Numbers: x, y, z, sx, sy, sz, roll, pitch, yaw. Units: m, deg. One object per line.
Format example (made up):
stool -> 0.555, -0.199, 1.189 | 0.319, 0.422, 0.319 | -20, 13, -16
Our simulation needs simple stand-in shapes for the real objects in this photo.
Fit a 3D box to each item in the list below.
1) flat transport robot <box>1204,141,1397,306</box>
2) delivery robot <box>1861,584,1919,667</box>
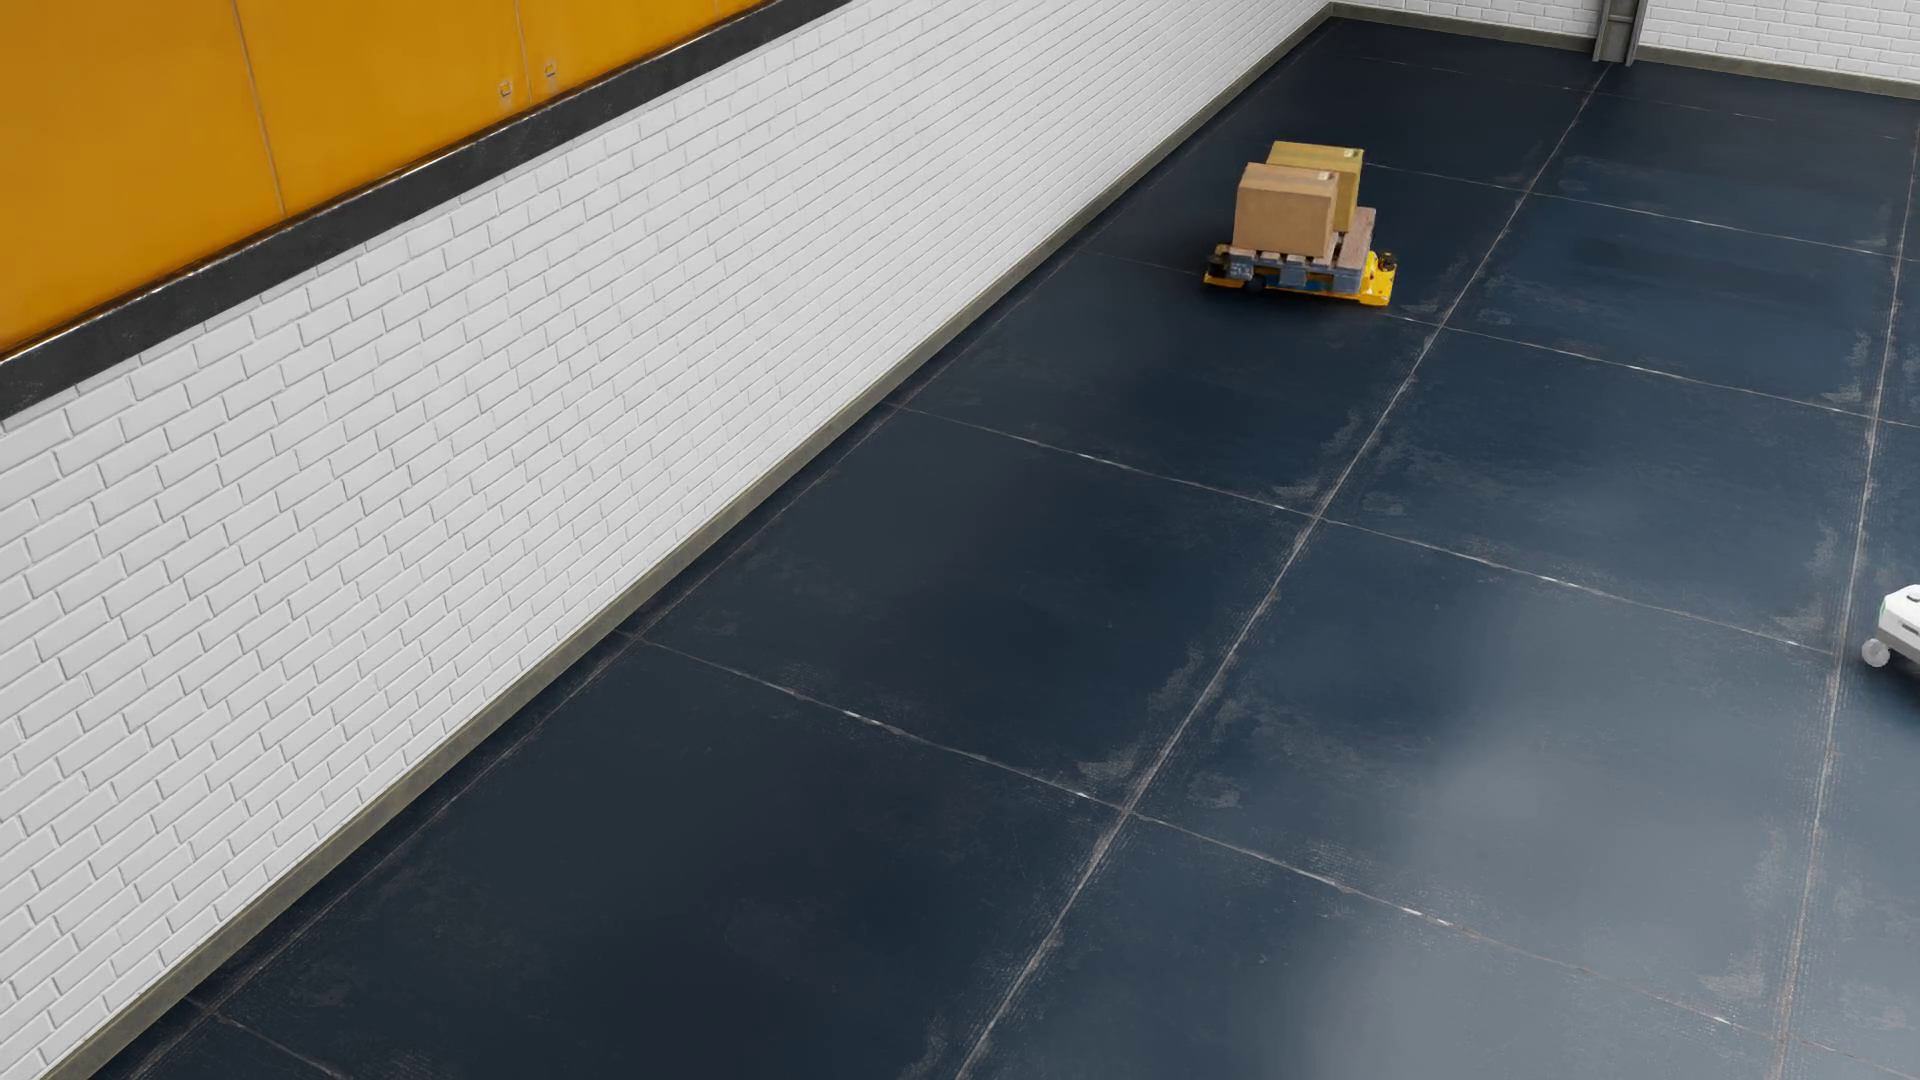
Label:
flat transport robot -> 2.701, -2.151, 13.177 | 1.431, 0.231, 0.659 | 9, 35, 14
delivery robot -> 5.293, 0.594, 8.854 | 0.499, 0.614, 0.790 | -17, 38, -24
